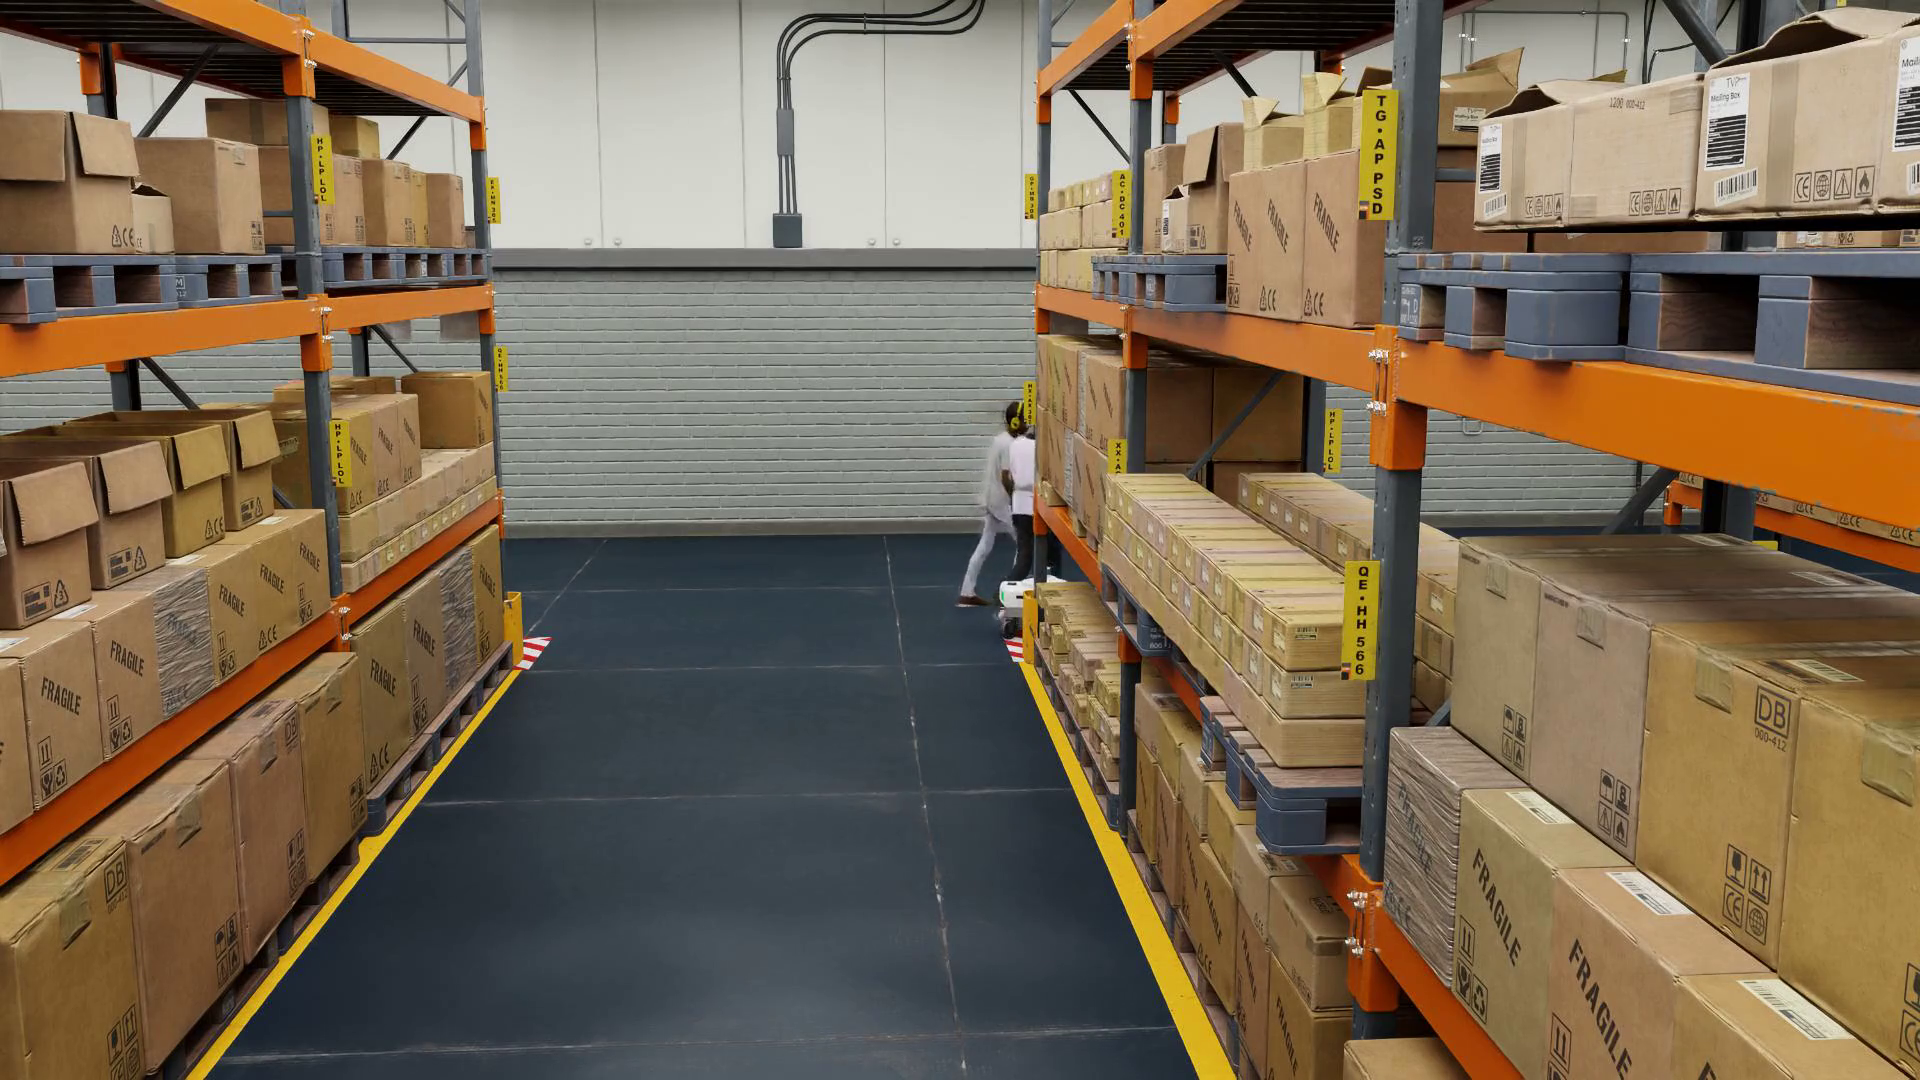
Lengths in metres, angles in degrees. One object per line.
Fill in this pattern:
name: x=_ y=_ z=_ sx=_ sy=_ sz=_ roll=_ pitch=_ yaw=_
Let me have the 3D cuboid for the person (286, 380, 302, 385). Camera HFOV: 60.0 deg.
person: x=-5.868 y=-0.487 z=15.124 sx=1.037 sy=1.950 sz=0.607 roll=0 pitch=10 yaw=3

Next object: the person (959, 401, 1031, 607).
person: x=0.394 y=-0.284 z=14.313 sx=0.849 sy=1.801 sz=0.510 roll=-1 pitch=10 yaw=-7

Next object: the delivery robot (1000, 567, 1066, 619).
delivery robot: x=0.672 y=0.458 z=13.341 sx=0.707 sy=0.478 sz=0.477 roll=1 pitch=10 yaw=5

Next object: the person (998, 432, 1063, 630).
person: x=0.599 y=-0.197 z=13.610 sx=0.593 sy=1.882 sz=0.839 roll=6 pitch=11 yaw=32
